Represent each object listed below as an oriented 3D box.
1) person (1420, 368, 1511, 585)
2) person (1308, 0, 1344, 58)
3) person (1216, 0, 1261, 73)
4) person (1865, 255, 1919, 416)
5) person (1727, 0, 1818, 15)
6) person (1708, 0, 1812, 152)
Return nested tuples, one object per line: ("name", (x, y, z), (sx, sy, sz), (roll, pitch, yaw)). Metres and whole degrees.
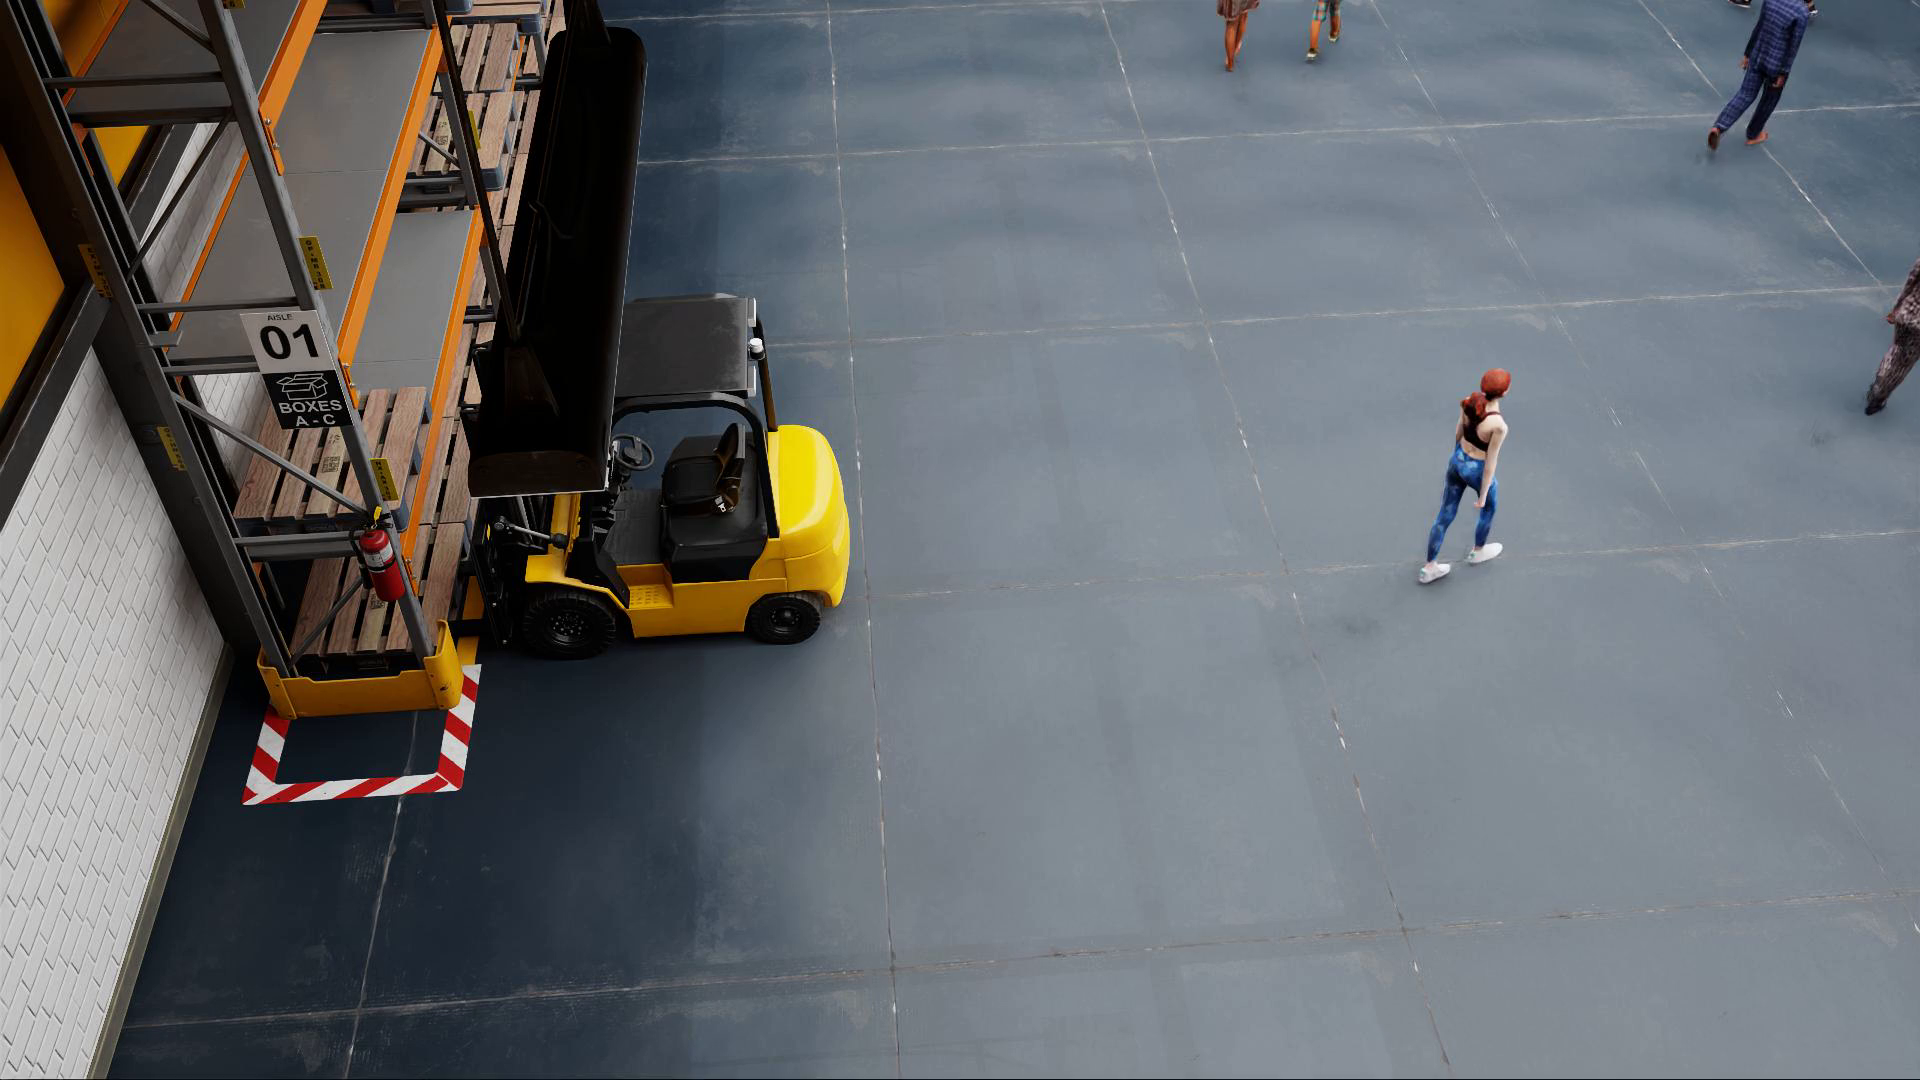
("person", (3.380, -0.383, 11.249), (0.920, 1.763, 0.966), (-23, 48, -23))
("person", (3.771, -5.632, 17.003), (0.866, 1.425, 1.055), (18, 47, 18))
("person", (2.814, -5.506, 16.727), (0.705, 1.623, 0.858), (2, 44, 2))
("person", (7.213, -1.623, 12.589), (0.779, 1.709, 0.705), (-27, 50, -25))
("person", (8.882, -6.372, 17.491), (1.223, 1.823, 1.214), (26, 49, 25))
("person", (7.483, -4.428, 15.470), (1.028, 1.796, 1.100), (-24, 49, -23))
